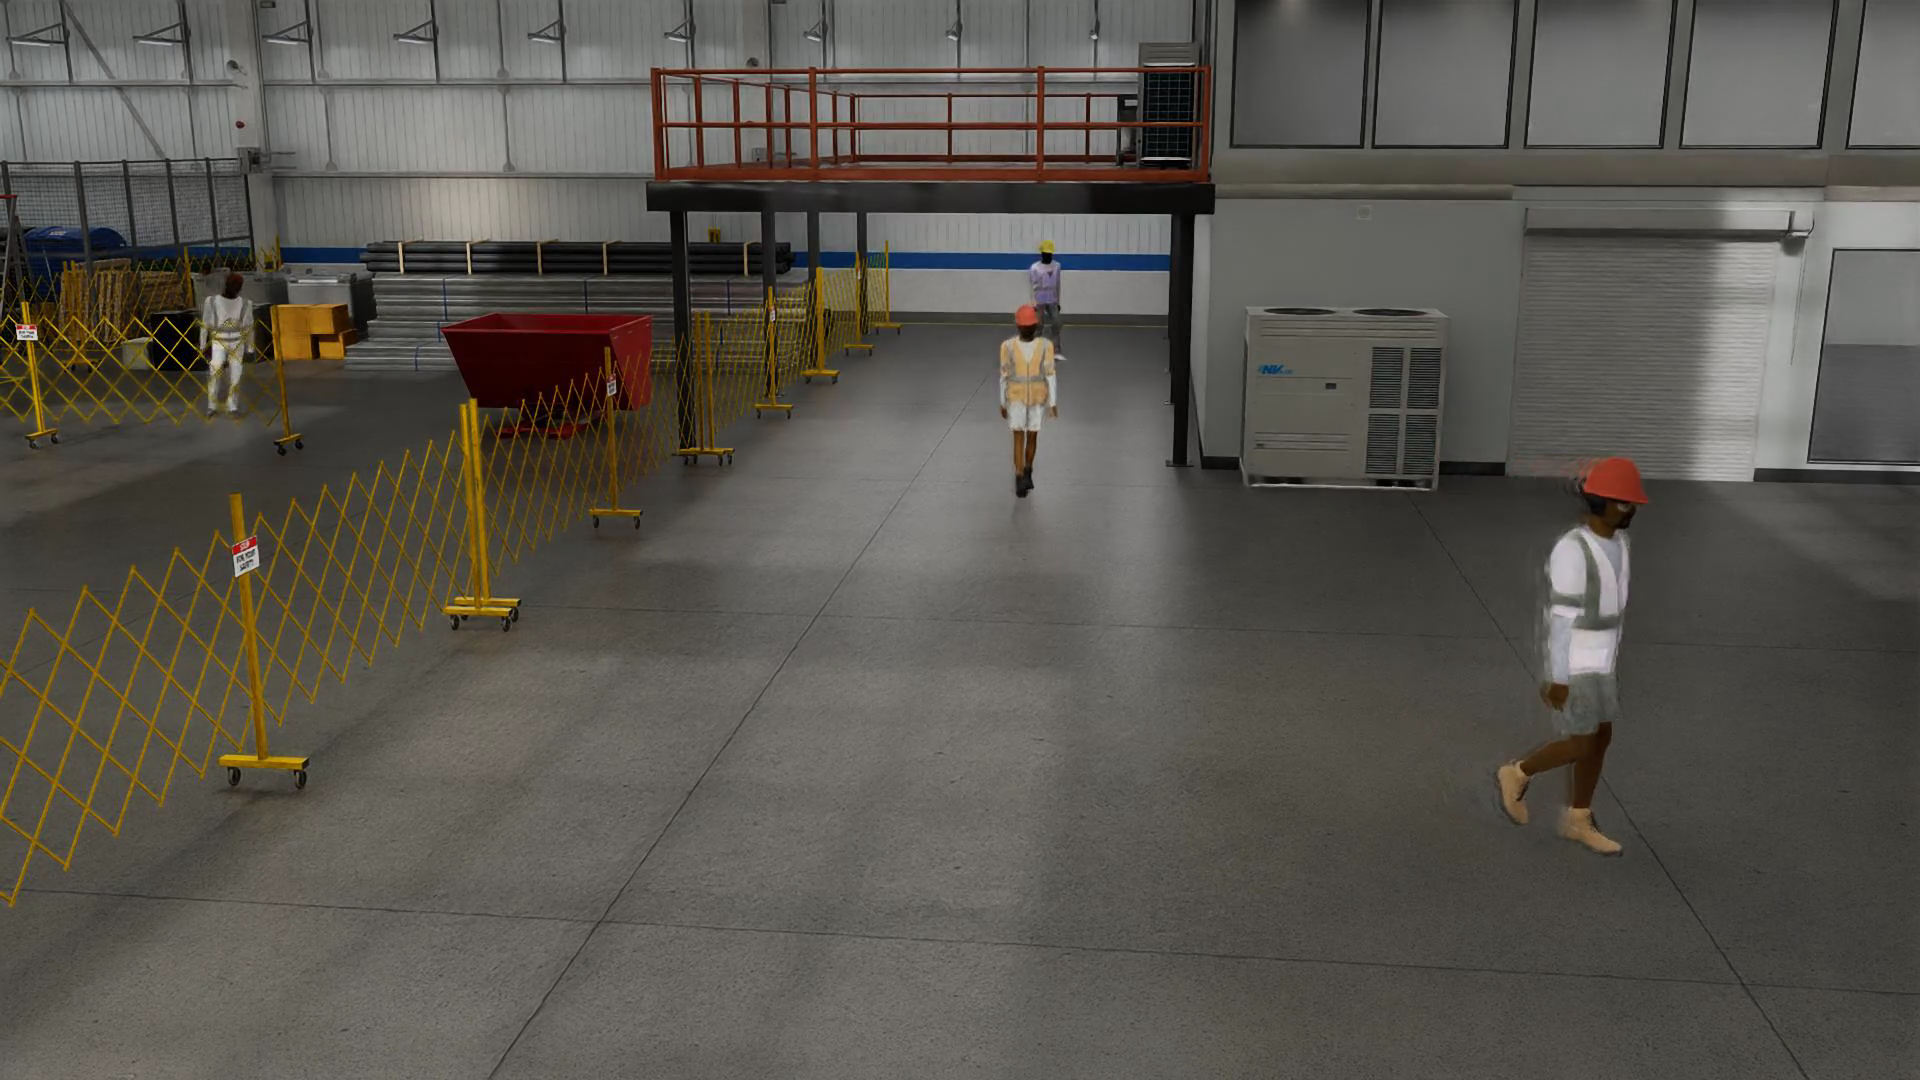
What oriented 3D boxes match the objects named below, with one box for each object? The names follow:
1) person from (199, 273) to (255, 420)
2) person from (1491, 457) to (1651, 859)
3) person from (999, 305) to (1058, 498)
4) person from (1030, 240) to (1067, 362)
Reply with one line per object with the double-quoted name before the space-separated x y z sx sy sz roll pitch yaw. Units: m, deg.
"person" -9.202 -2.425 20.883 0.702 1.833 0.387 -7 15 -27
"person" 3.045 0.572 8.239 0.630 2.025 0.582 -12 18 -39
"person" 0.675 -1.378 16.483 0.569 1.882 0.984 -1 14 -3
"person" 1.402 -3.734 26.100 0.612 1.896 0.797 -8 16 -29
